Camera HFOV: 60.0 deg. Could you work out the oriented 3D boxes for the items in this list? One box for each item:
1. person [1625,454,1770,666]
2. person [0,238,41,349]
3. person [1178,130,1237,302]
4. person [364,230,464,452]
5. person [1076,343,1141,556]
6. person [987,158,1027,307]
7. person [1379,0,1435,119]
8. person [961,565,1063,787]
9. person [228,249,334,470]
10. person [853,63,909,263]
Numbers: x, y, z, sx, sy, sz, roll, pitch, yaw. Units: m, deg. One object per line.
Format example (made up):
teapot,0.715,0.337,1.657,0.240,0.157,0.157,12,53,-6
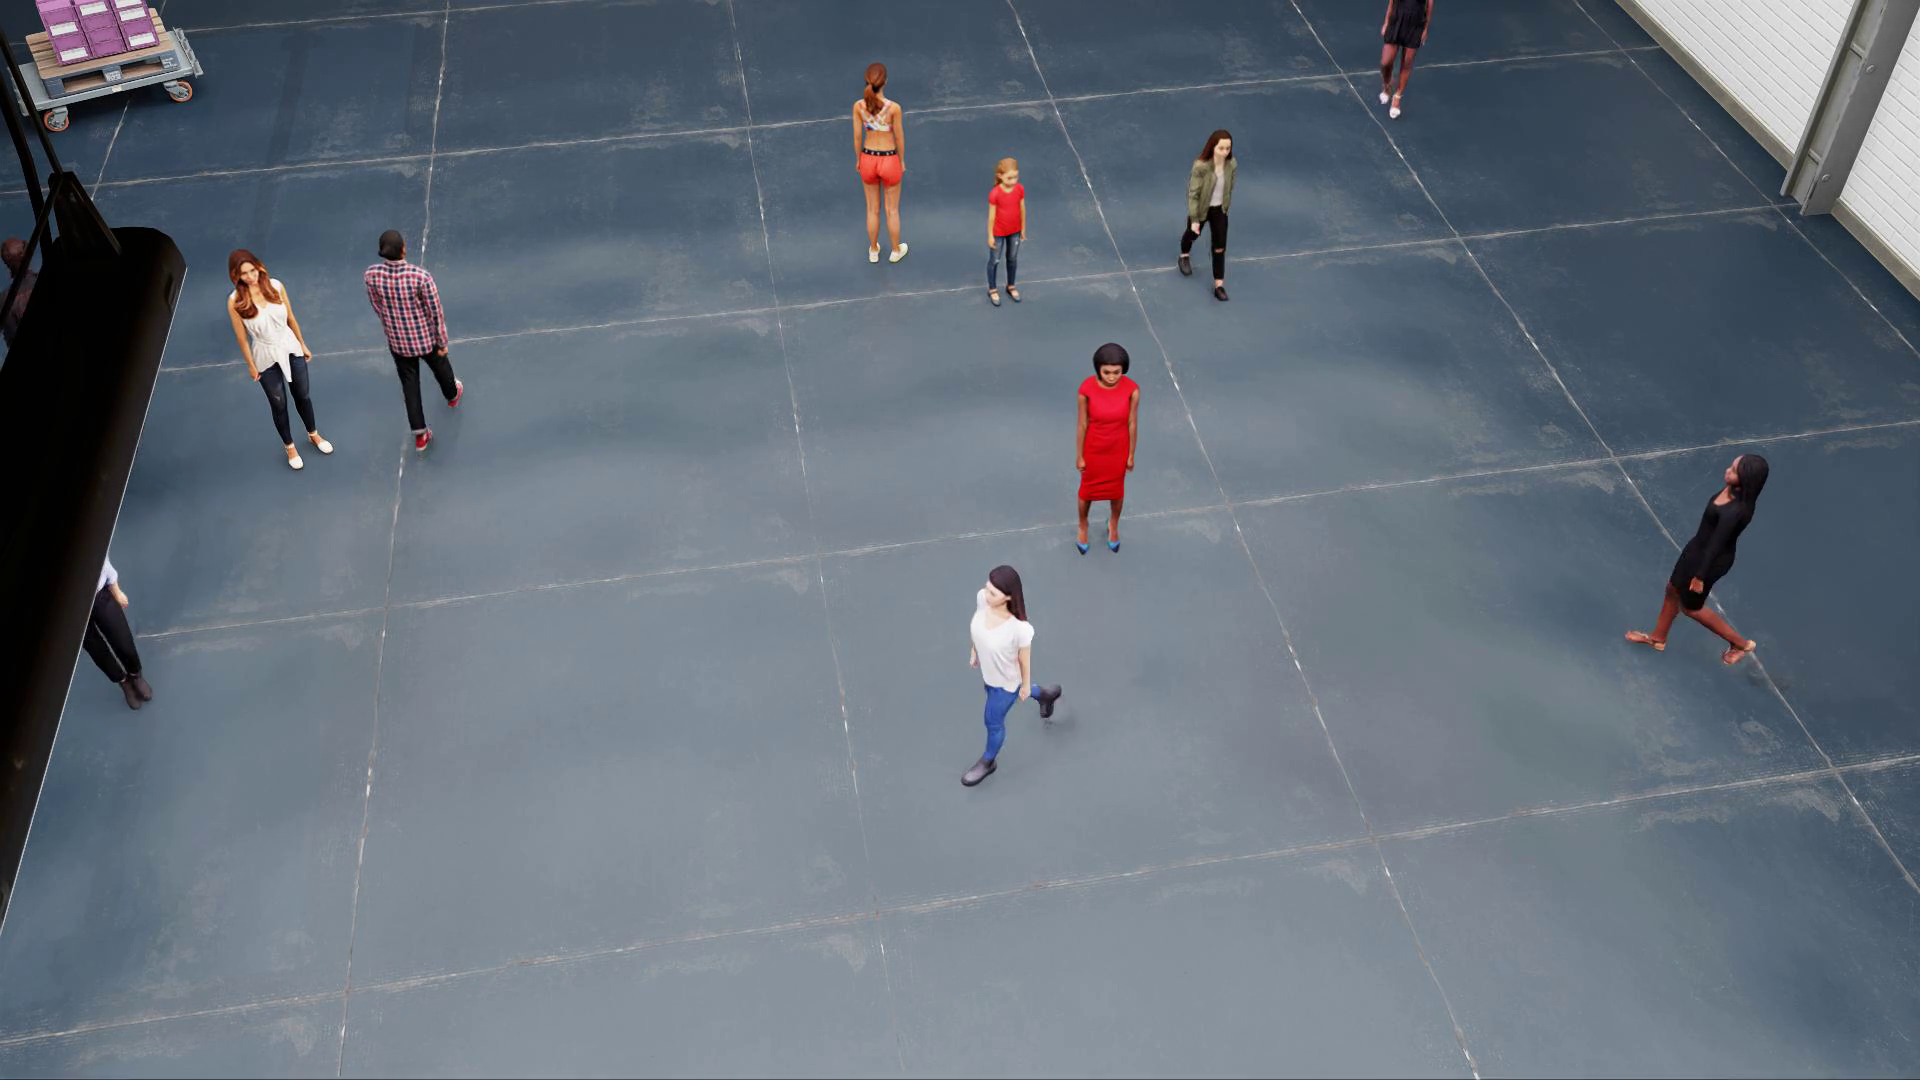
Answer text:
person,4.769,0.151,10.422,0.989,1.703,1.007,18,46,18
person,-6.358,-1.290,11.849,0.878,1.821,0.849,32,52,29
person,1.990,-2.723,13.637,0.616,1.429,1.004,-9,44,-9
person,-3.995,-1.433,12.066,0.737,1.729,1.094,-3,44,-4
person,0.977,-0.609,11.192,0.581,1.742,0.538,-1,44,-1
person,0.364,-2.527,13.518,0.511,1.310,0.528,-15,46,-15
person,4.191,-4.824,15.591,0.707,1.777,0.762,11,45,12
person,0.324,0.749,9.825,0.961,1.661,1.077,-26,49,-25
person,-4.891,-1.317,11.904,0.683,1.784,0.702,-33,53,-30
person,-0.662,-3.102,13.773,0.655,1.791,0.667,8,44,8
